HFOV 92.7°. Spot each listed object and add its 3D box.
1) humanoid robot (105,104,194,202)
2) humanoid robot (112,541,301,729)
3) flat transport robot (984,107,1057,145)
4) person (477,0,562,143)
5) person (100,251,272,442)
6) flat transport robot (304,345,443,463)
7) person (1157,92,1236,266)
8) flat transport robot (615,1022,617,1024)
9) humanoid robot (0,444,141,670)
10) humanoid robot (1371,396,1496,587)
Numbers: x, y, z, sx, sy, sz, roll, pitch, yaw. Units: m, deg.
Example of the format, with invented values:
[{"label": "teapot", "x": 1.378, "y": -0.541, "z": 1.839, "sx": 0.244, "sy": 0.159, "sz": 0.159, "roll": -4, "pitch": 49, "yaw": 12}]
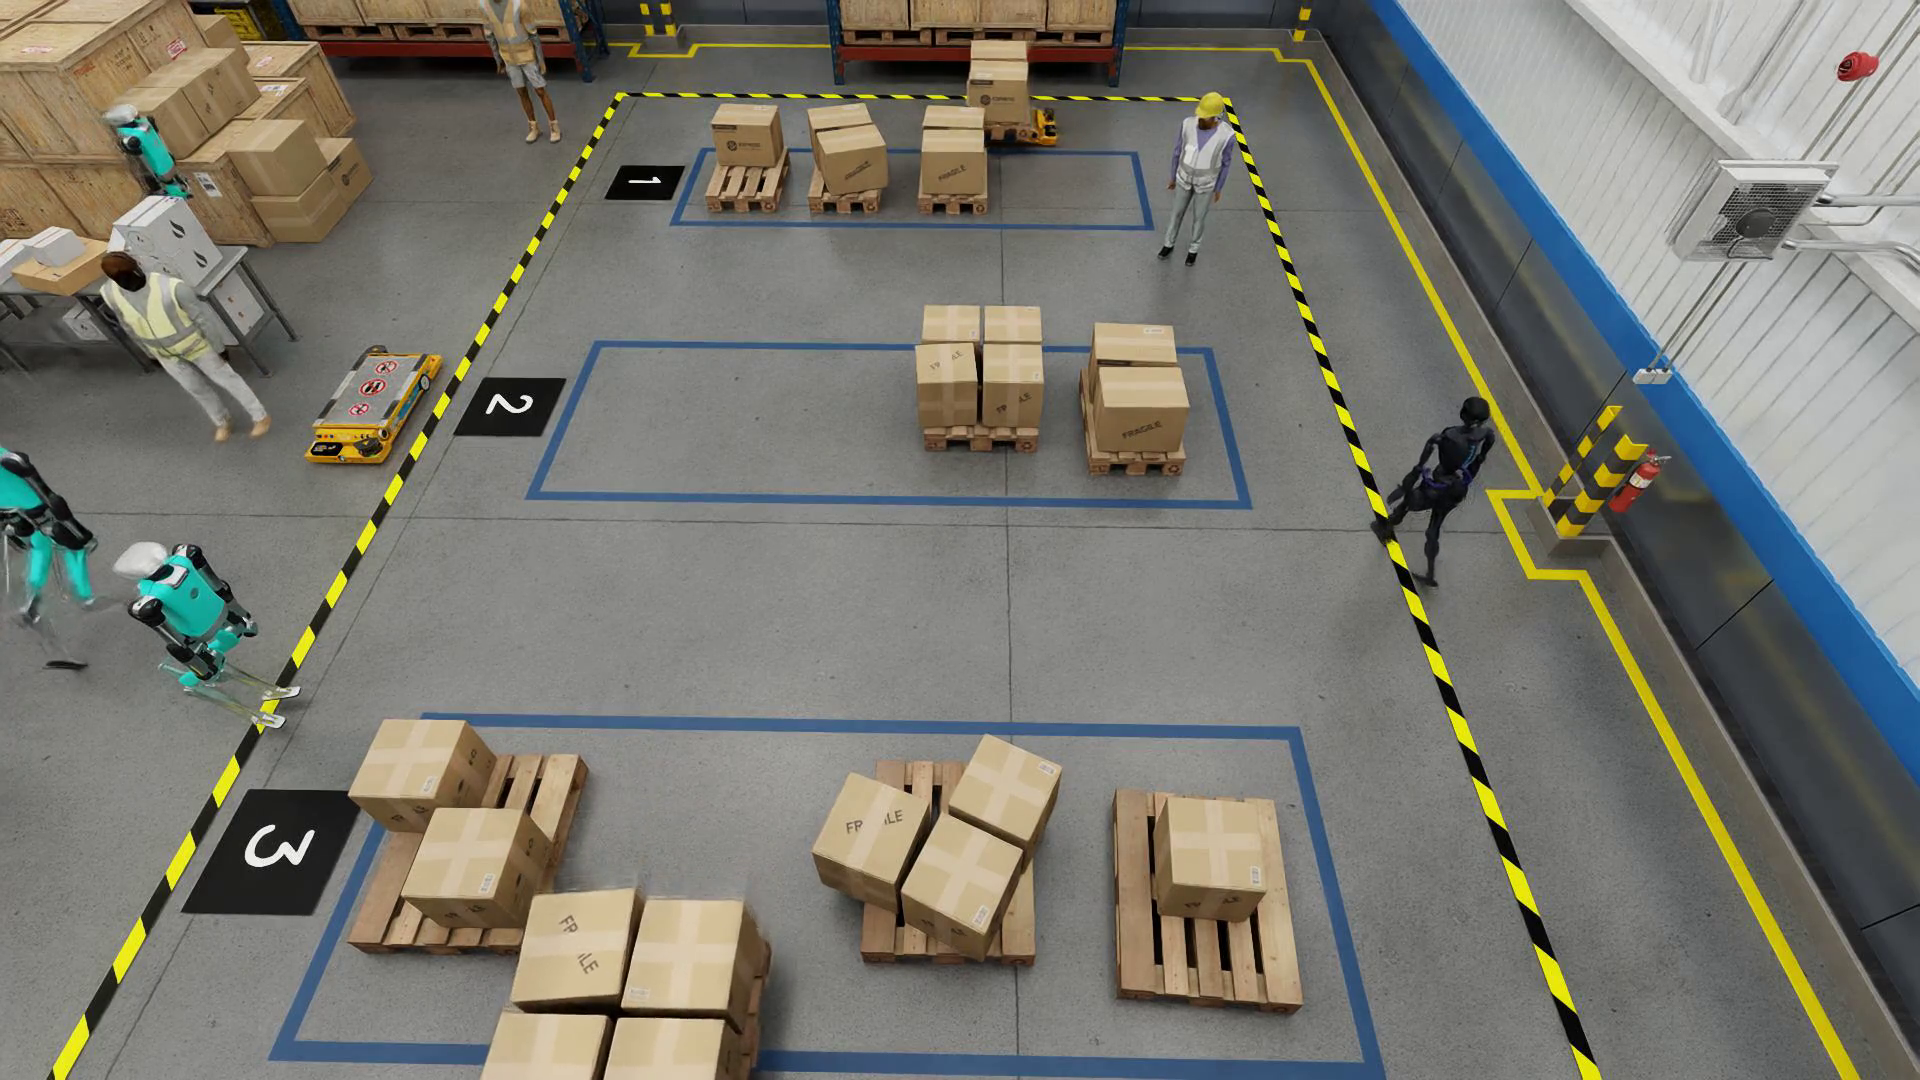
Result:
[{"label": "humanoid robot", "x": -8.358, "y": -3.528, "z": 9.411, "sx": 0.929, "sy": 1.799, "sz": 0.558, "roll": -7, "pitch": 50, "yaw": -6}, {"label": "humanoid robot", "x": -4.869, "y": 0.620, "z": 5.792, "sx": 0.735, "sy": 1.677, "sz": 0.533, "roll": 1, "pitch": 50, "yaw": 1}, {"label": "flat transport robot", "x": 0.526, "y": -5.391, "z": 11.911, "sx": 1.431, "sy": 0.197, "sz": 0.652, "roll": 1, "pitch": 50, "yaw": 1}, {"label": "person", "x": -5.387, "y": -5.876, "z": 11.179, "sx": 0.613, "sy": 2.039, "sz": 0.381, "roll": 1, "pitch": 50, "yaw": 1}, {"label": "person", "x": -6.510, "y": -1.607, "z": 7.705, "sx": 0.631, "sy": 1.835, "sz": 0.429, "roll": -9, "pitch": 50, "yaw": -8}, {"label": "flat transport robot", "x": -5.383, "y": -1.269, "z": 8.441, "sx": 0.659, "sy": 0.231, "sz": 1.431, "roll": 1, "pitch": 50, "yaw": 1}, {"label": "person", "x": 2.451, "y": -3.718, "z": 9.493, "sx": 0.589, "sy": 1.824, "sz": 0.404, "roll": 22, "pitch": 53, "yaw": 18}, {"label": "flat transport robot", "x": -1.678, "y": 2.770, "z": 5.004, "sx": 0.652, "sy": 0.197, "sz": 1.431, "roll": 1, "pitch": 50, "yaw": 1}, {"label": "humanoid robot", "x": -6.404, "y": 0.182, "z": 6.265, "sx": 0.545, "sy": 1.758, "sz": 0.987, "roll": 1, "pitch": 50, "yaw": 1}, {"label": "humanoid robot", "x": 3.556, "y": -0.366, "z": 6.789, "sx": 0.609, "sy": 1.633, "sz": 0.772, "roll": -8, "pitch": 50, "yaw": -6}]
